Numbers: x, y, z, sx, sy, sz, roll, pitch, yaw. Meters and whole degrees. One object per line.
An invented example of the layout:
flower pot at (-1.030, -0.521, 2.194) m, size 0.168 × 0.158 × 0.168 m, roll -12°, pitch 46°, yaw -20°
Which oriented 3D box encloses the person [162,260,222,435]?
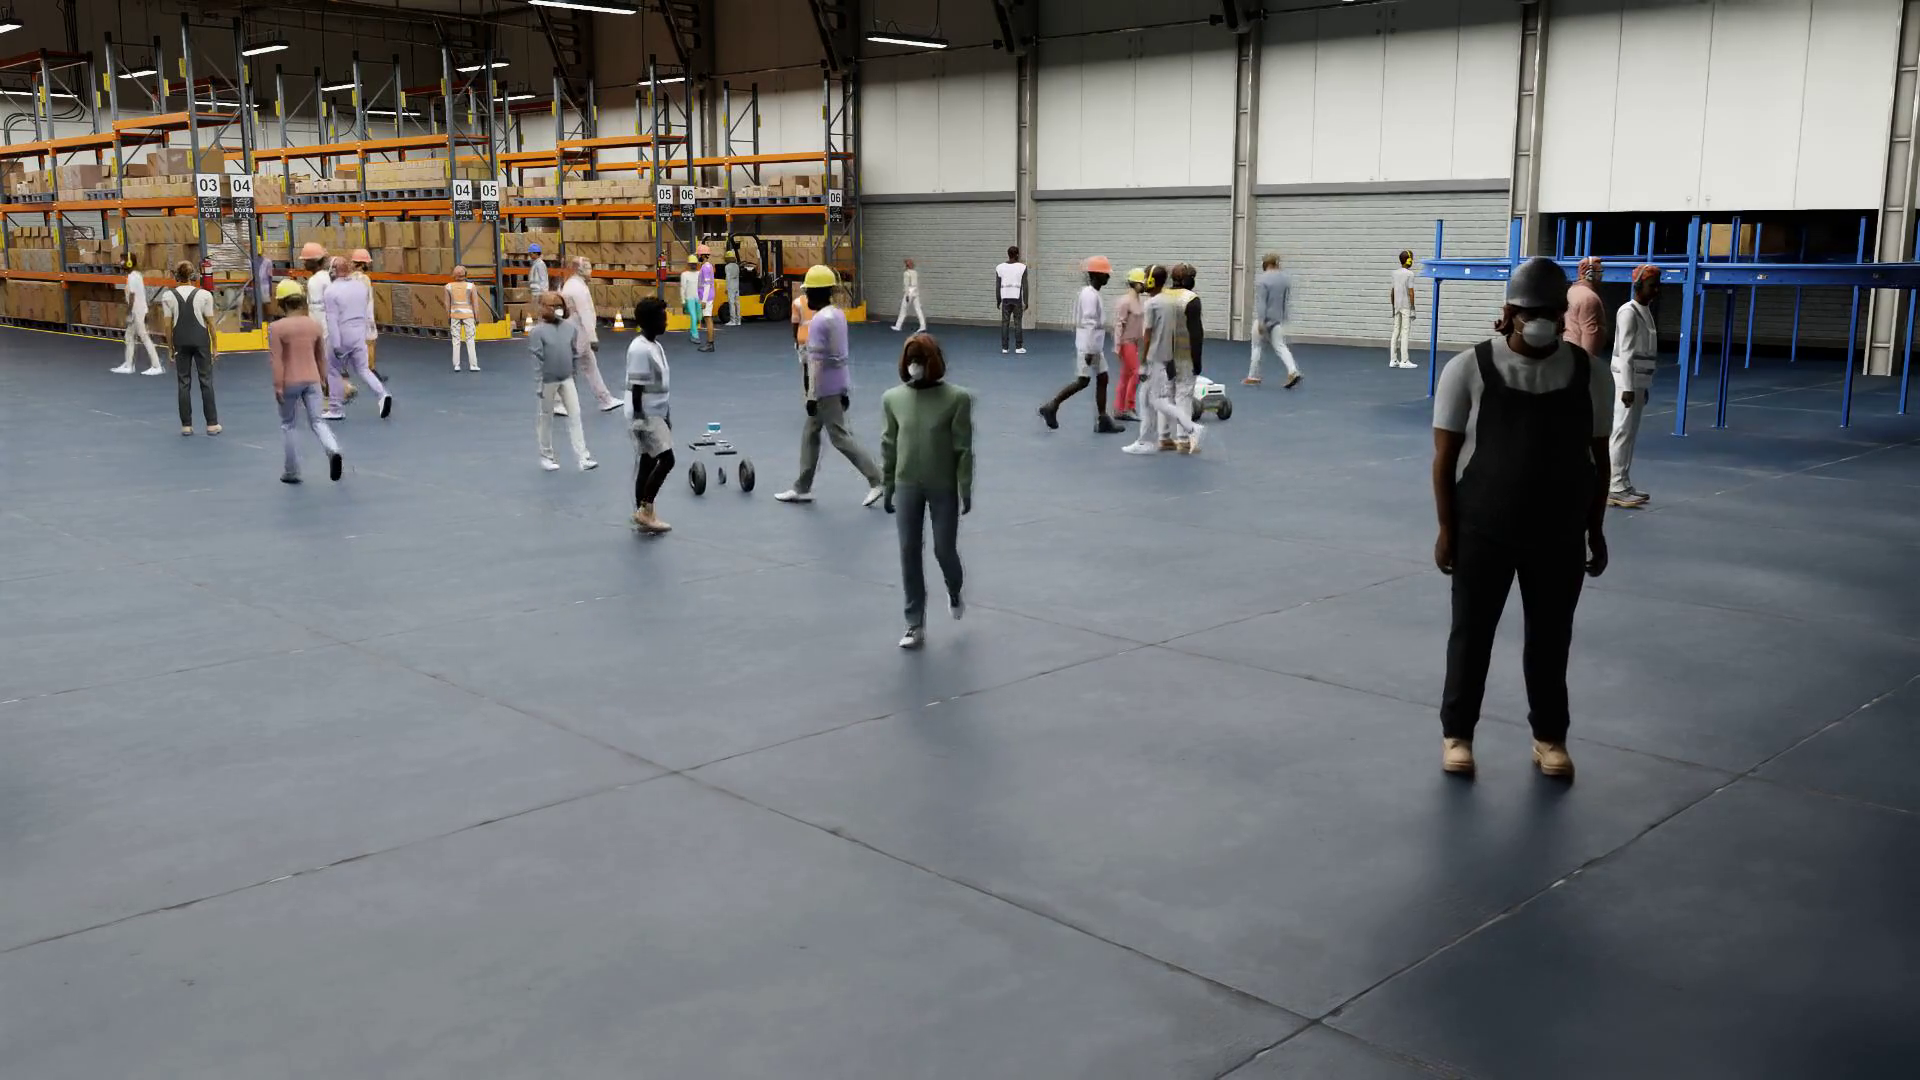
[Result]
person at (-8.186, -2.049, 17.742) m, size 0.520 × 1.841 × 0.346 m, roll -3°, pitch 11°, yaw -16°

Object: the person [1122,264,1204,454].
person at (1.955, -1.725, 15.988) m, size 0.809 × 1.839 × 0.523 m, roll 6°, pitch 12°, yaw 28°

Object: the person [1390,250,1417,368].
person at (7.134, -3.707, 26.706) m, size 0.328 × 1.872 × 0.509 m, roll -6°, pitch 12°, yaw -28°

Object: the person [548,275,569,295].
person at (-10.666, -6.871, 43.869) m, size 0.933 × 1.897 × 0.672 m, roll 10°, pitch 14°, yaw 44°

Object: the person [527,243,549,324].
person at (-8.355, -4.897, 32.984) m, size 0.406 × 1.948 × 0.605 m, roll -5°, pitch 11°, yaw -23°

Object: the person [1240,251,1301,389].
person at (4.371, -3.065, 23.153) m, size 0.638 × 1.904 × 0.957 m, roll -8°, pitch 13°, yaw -38°

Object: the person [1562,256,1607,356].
person at (5.968, -1.747, 15.920) m, size 0.399 × 1.909 × 0.642 m, roll 1°, pitch 10°, yaw 3°

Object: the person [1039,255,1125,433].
person at (1.318, -2.106, 17.904) m, size 0.867 × 1.910 × 0.555 m, roll 2°, pitch 11°, yaw 13°

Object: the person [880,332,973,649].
person at (-0.162, -0.274, 8.660) m, size 0.509 × 1.620 × 0.489 m, roll 3°, pitch 11°, yaw 14°

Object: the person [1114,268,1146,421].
person at (1.997, -2.223, 18.964) m, size 0.604 × 1.741 × 0.537 m, roll 7°, pitch 12°, yaw 32°

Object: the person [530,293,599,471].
person at (-3.552, -1.393, 14.815) m, size 0.518 × 1.591 × 0.821 m, roll -10°, pitch 14°, yaw -42°

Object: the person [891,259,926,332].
person at (-1.094, -5.363, 36.505) m, size 0.876 × 1.589 × 0.539 m, roll 7°, pitch 13°, yaw 34°

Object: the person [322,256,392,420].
person at (-6.984, -2.312, 19.093) m, size 0.857 × 1.874 × 0.644 m, roll 6°, pitch 12°, yaw 29°

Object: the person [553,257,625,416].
person at (-4.459, -2.413, 19.707) m, size 1.004 × 1.847 × 0.667 m, roll -4°, pitch 11°, yaw -20°

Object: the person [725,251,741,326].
person at (-5.391, -5.937, 39.215) m, size 0.314 × 1.744 × 0.487 m, roll 5°, pitch 12°, yaw 27°

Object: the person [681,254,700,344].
person at (-5.242, -4.744, 32.697) m, size 0.532 × 1.743 × 0.666 m, roll -6°, pitch 12°, yaw -31°

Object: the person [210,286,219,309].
person at (-16.426, -5.517, 36.419) m, size 0.369 × 1.928 × 0.585 m, roll -6°, pitch 12°, yaw -30°

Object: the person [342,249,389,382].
person at (-8.641, -3.220, 23.935) m, size 0.652 × 1.922 × 0.547 m, roll -9°, pitch 14°, yaw -41°

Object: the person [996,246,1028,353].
person at (0.939, -4.337, 30.021) m, size 0.596 × 1.912 × 0.372 m, roll 3°, pitch 11°, yaw 16°

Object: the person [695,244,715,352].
person at (-4.666, -4.427, 30.446) m, size 0.360 × 1.939 × 0.543 m, roll -1°, pitch 10°, yaw -4°

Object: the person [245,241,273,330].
person at (-14.967, -5.390, 35.495) m, size 0.610 × 2.015 × 0.865 m, roll -6°, pitch 12°, yaw -31°

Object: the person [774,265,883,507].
person at (-0.984, -1.212, 13.076) m, size 0.963 × 1.890 × 0.595 m, roll 2°, pitch 11°, yaw 10°

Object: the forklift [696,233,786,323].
forklift at (-5.496, -6.489, 41.108) m, size 2.313 × 2.155 × 1.214 m, roll -10°, pitch 14°, yaw -44°

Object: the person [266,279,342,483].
person at (-5.582, -1.337, 14.116) m, size 0.723 × 1.745 × 0.532 m, roll 9°, pitch 14°, yaw 42°

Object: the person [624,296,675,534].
person at (-2.157, -0.868, 11.713) m, size 0.399 × 1.680 × 0.554 m, roll 0°, pitch 10°, yaw 2°

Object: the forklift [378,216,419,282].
forklift at (-17.868, -9.201, 54.028) m, size 1.873 × 2.768 × 1.129 m, roll -10°, pitch 14°, yaw -44°

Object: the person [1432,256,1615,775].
person at (2.196, -0.063, 6.487) m, size 0.688 × 2.000 × 0.538 m, roll 1°, pitch 10°, yaw 6°

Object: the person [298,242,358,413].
person at (-7.610, -2.534, 19.889) m, size 0.491 × 2.024 × 0.628 m, roll 0°, pitch 10°, yaw -1°

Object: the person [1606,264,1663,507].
person at (5.318, -1.224, 13.128) m, size 0.355 × 1.886 × 0.572 m, roll 7°, pitch 12°, yaw 32°

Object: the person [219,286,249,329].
person at (-16.501, -5.718, 37.821) m, size 0.447 × 1.823 × 0.625 m, roll 9°, pitch 14°, yaw 41°

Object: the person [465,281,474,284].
person at (-12.346, -6.380, 41.417) m, size 0.403 × 1.822 × 0.588 m, roll 9°, pitch 13°, yaw 39°

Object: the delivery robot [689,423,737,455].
delivery robot at (-2.059, -0.867, 13.959) m, size 0.335 × 0.223 × 0.698 m, roll -4°, pitch 11°, yaw -23°

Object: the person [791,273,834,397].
person at (-1.799, -2.447, 20.340) m, size 0.540 × 1.679 × 0.568 m, roll 1°, pitch 10°, yaw 3°

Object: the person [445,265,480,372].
person at (-7.748, -3.448, 25.911) m, size 0.517 × 1.645 × 0.307 m, roll 0°, pitch 10°, yaw -2°

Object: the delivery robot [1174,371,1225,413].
delivery robot at (2.772, -1.725, 19.351) m, size 0.477 × 0.478 × 0.707 m, roll -5°, pitch 11°, yaw -25°

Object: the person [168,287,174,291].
person at (-17.536, -5.672, 37.599) m, size 0.633 × 1.813 × 0.788 m, roll -10°, pitch 14°, yaw -44°

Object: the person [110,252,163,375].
person at (-12.609, -3.428, 25.256) m, size 0.858 × 1.845 × 0.552 m, roll -3°, pitch 11°, yaw -18°

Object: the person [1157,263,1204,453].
person at (2.168, -1.794, 16.352) m, size 0.429 × 1.843 × 0.627 m, roll -7°, pitch 12°, yaw -33°
